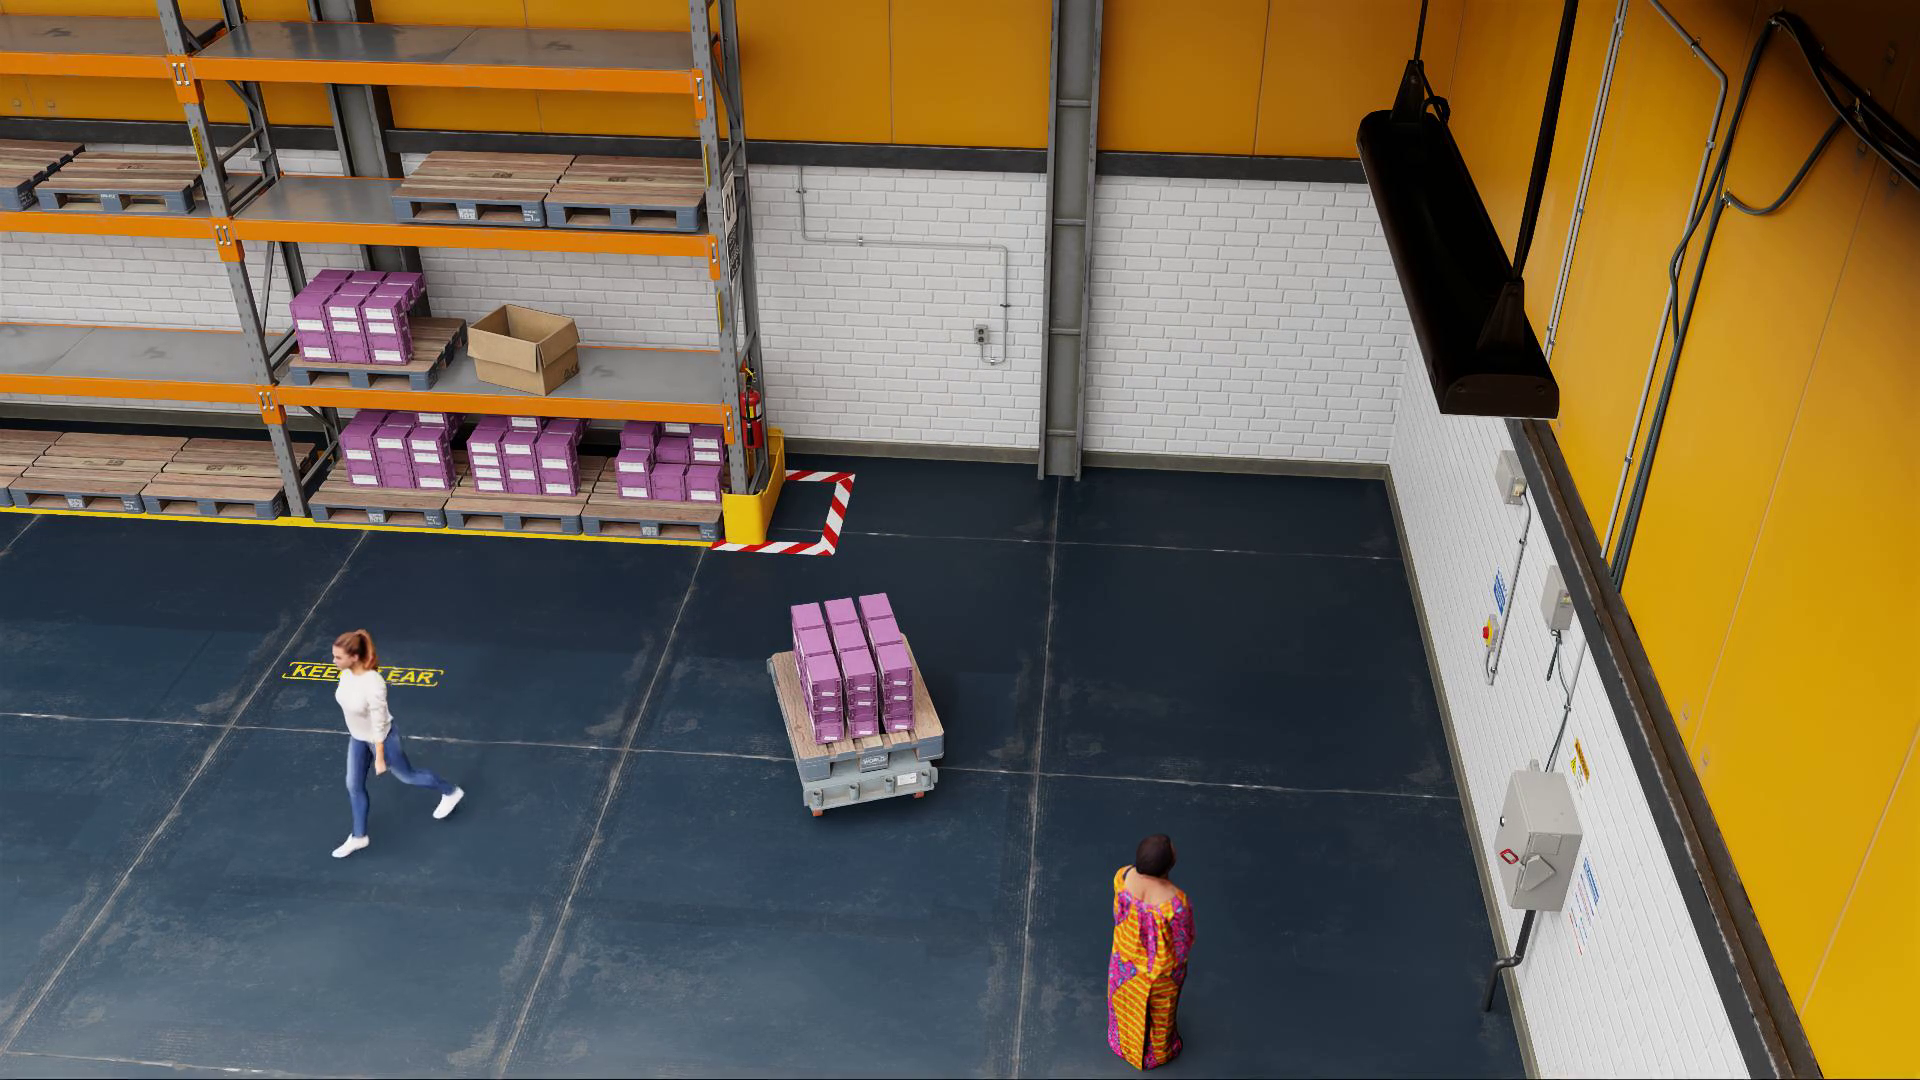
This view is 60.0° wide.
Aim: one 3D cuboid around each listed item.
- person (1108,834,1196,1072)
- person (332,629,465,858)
[{"bbox_3d":[1.088,2.292,9.456,0.767,1.686,0.839,26,41,33],"label":"person"},{"bbox_3d":[-3.753,1.291,10.971,1.154,1.676,1.149,-29,43,-36],"label":"person"}]
